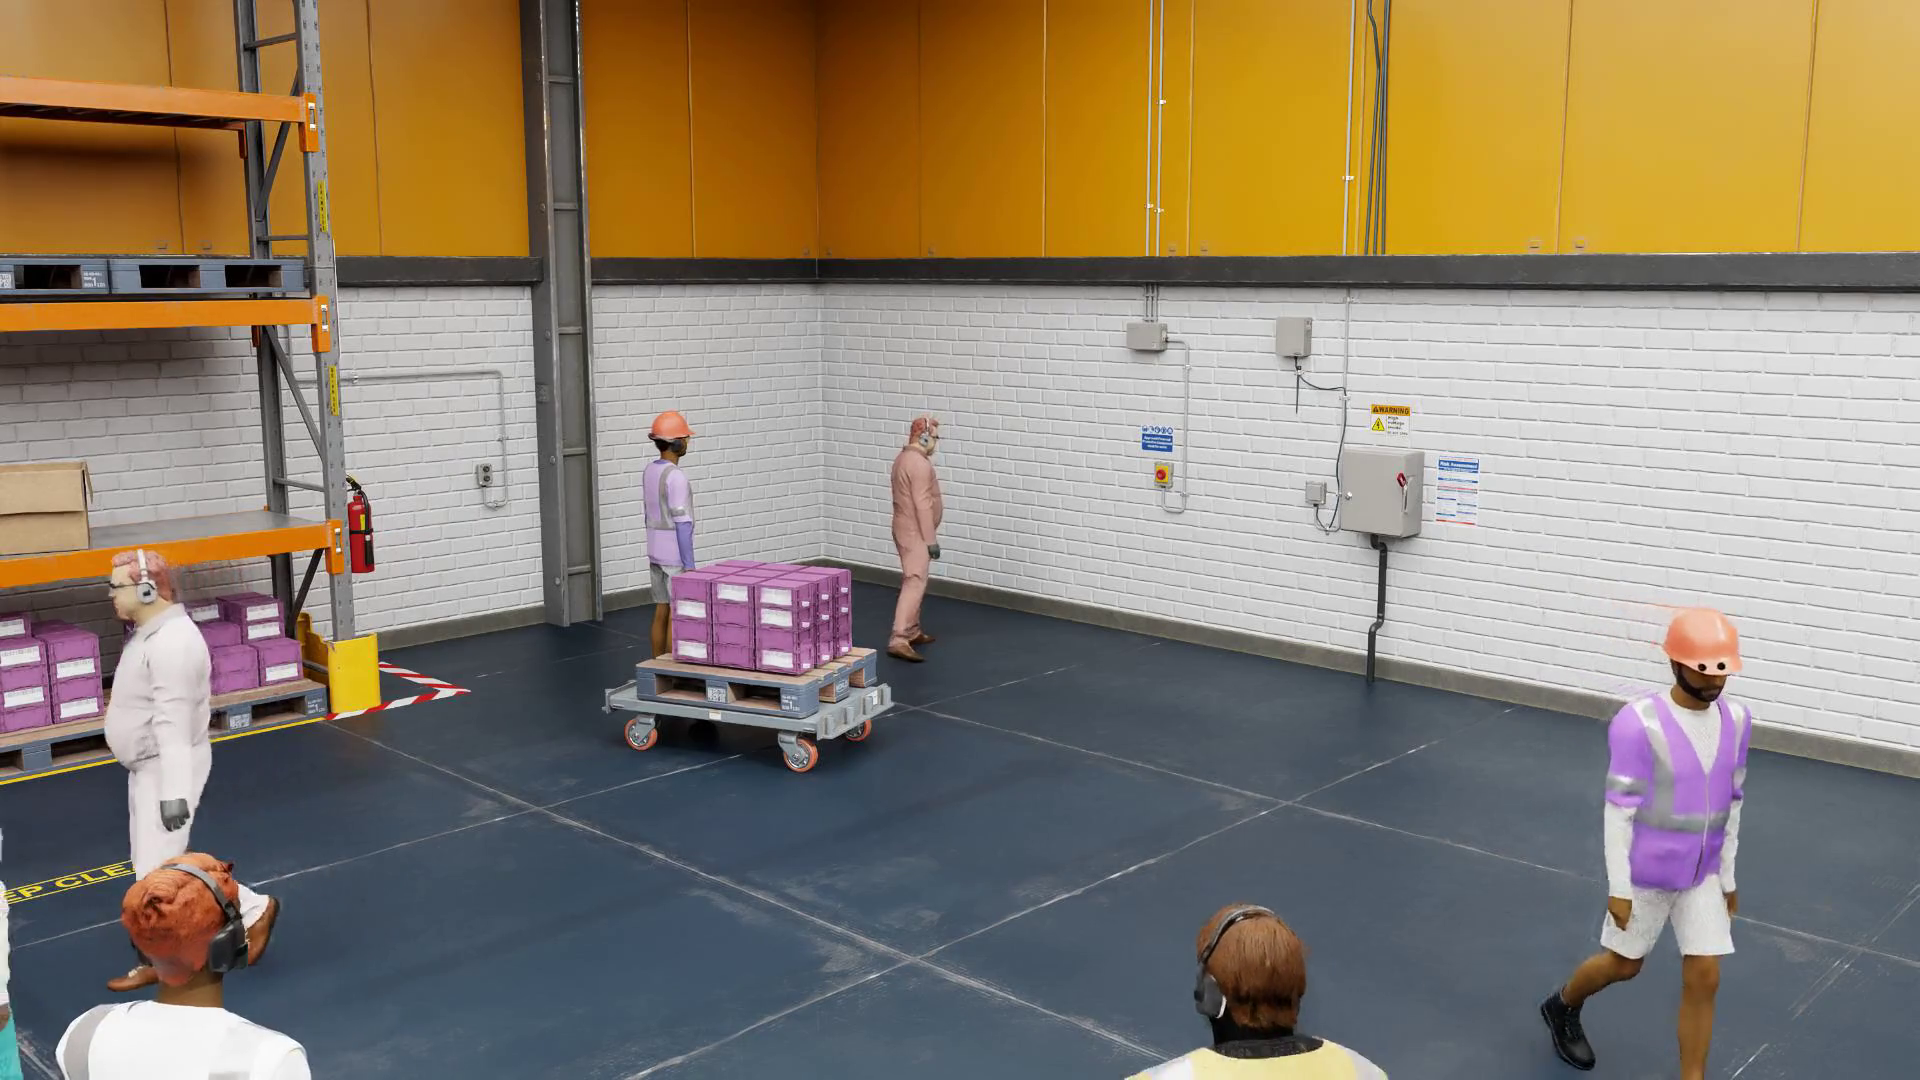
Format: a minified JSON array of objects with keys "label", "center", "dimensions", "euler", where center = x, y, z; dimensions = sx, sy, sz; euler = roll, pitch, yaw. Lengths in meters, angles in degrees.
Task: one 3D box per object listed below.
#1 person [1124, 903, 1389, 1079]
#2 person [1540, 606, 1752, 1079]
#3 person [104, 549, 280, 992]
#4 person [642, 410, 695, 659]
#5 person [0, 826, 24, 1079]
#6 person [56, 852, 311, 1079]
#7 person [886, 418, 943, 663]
[{"label":"person","center":[0.565,1.621,3.317],"dimensions":[0.618,1.786,1.021],"euler":[-4,10,-22]},{"label":"person","center":[2.485,1.130,5.972],"dimensions":[0.551,1.900,0.907],"euler":[-3,10,-17]},{"label":"person","center":[-3.277,0.964,6.971],"dimensions":[0.581,1.889,0.666],"euler":[-6,11,-34]},{"label":"person","center":[-2.013,0.111,11.724],"dimensions":[0.368,2.048,0.607],"euler":[-6,11,-33]},{"label":"person","center":[-3.155,1.333,5.175],"dimensions":[0.535,1.720,0.895],"euler":[0,9,-2]},{"label":"person","center":[-1.509,1.552,3.389],"dimensions":[0.576,1.884,0.354],"euler":[2,10,15]},{"label":"person","center":[-0.376,-0.013,13.075],"dimensions":[0.541,1.867,0.834],"euler":[-2,10,-14]}]
